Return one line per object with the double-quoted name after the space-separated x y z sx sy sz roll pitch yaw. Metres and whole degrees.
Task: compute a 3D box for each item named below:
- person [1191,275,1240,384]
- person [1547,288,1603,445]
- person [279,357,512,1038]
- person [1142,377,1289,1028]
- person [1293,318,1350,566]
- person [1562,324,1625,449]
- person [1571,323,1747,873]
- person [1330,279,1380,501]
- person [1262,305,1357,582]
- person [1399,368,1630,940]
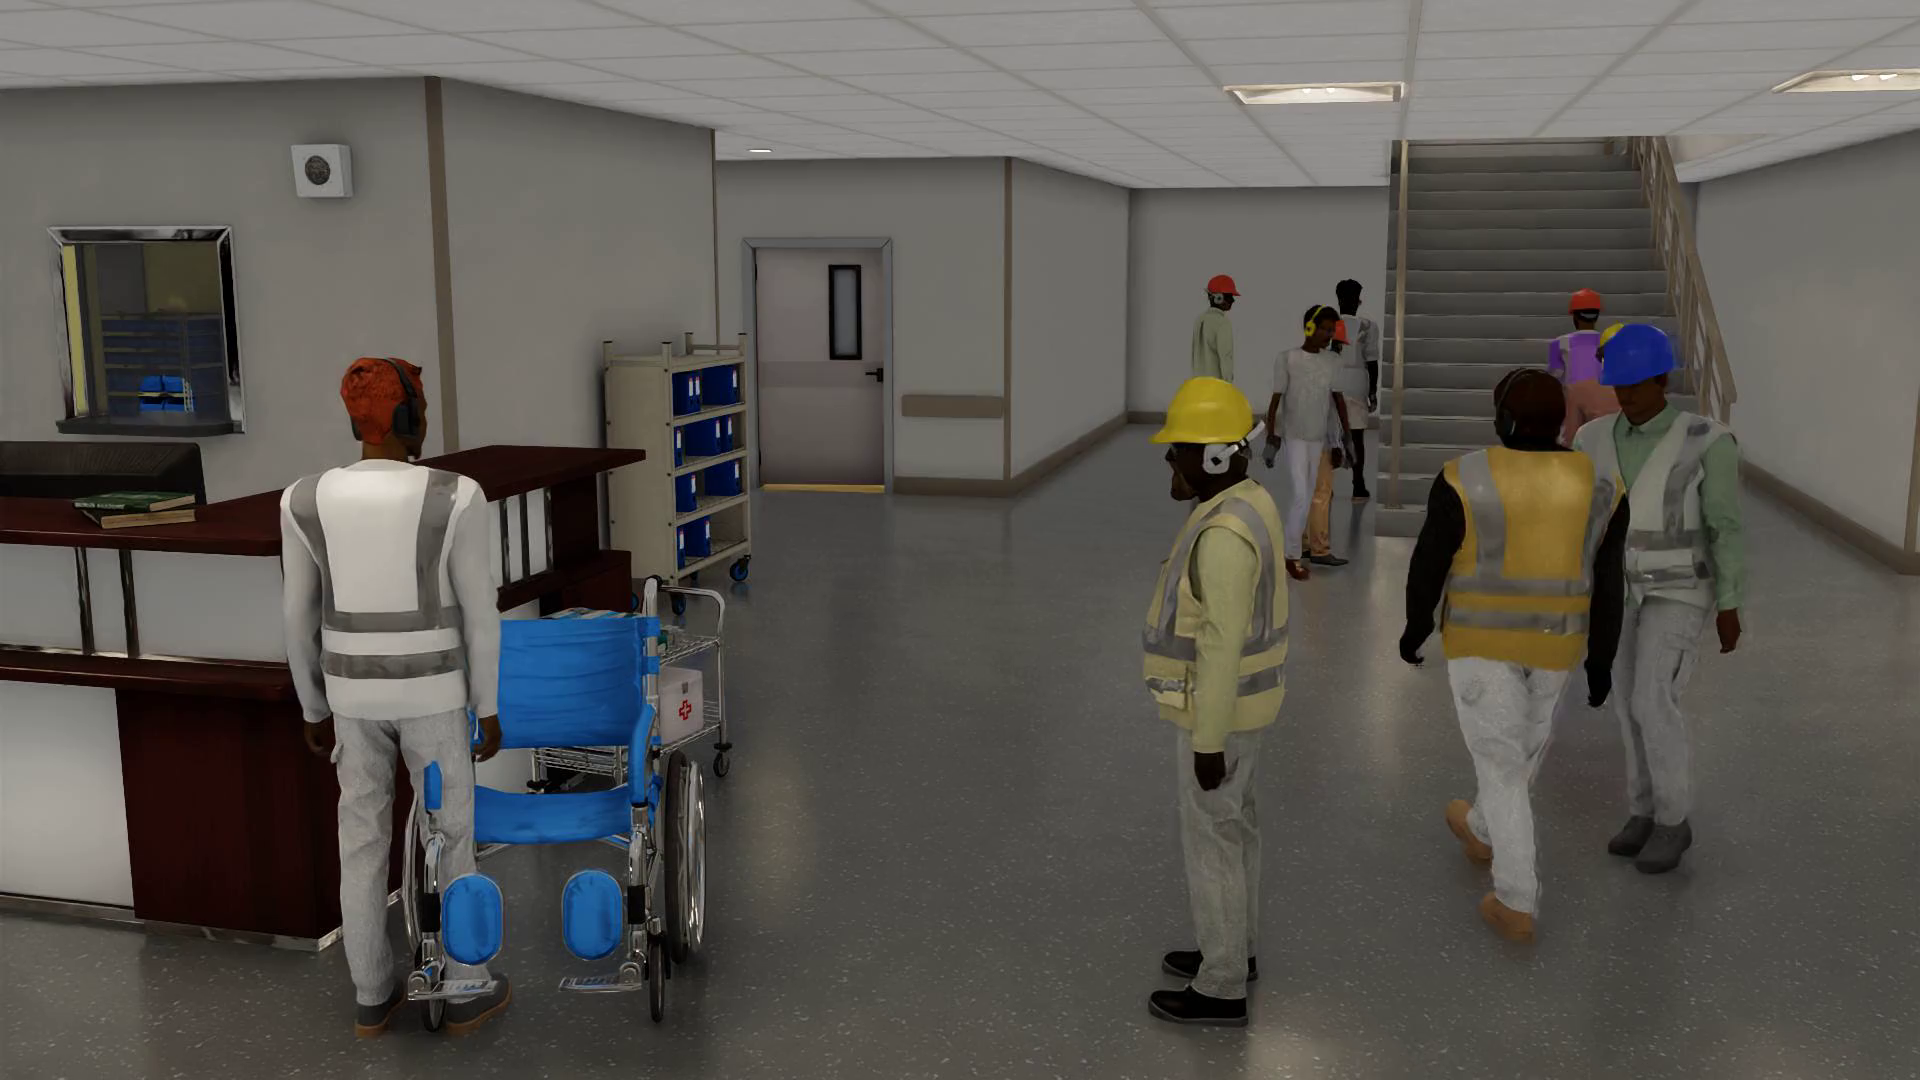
2.321 -1.403 15.112 0.391 1.990 0.623 -3 10 -19 "person"
4.721 -0.944 12.631 0.546 1.917 0.415 3 10 16 "person"
-1.540 0.442 4.573 0.575 1.882 0.359 0 10 1 "person"
0.715 0.453 4.695 0.403 1.825 0.599 3 10 16 "person"
2.539 -0.695 11.679 0.347 1.741 0.564 -3 10 -15 "person"
3.800 -0.379 9.759 0.533 1.767 0.324 3 10 16 "person"
2.403 0.202 5.876 0.556 1.918 0.613 -7 12 -34 "person"
3.406 -1.323 14.733 0.603 1.962 0.372 4 11 24 "person"
2.338 -0.649 11.146 0.542 1.833 0.681 -4 10 -22 "person"
1.788 0.329 5.522 0.633 1.792 0.925 -1 10 -6 "person"
